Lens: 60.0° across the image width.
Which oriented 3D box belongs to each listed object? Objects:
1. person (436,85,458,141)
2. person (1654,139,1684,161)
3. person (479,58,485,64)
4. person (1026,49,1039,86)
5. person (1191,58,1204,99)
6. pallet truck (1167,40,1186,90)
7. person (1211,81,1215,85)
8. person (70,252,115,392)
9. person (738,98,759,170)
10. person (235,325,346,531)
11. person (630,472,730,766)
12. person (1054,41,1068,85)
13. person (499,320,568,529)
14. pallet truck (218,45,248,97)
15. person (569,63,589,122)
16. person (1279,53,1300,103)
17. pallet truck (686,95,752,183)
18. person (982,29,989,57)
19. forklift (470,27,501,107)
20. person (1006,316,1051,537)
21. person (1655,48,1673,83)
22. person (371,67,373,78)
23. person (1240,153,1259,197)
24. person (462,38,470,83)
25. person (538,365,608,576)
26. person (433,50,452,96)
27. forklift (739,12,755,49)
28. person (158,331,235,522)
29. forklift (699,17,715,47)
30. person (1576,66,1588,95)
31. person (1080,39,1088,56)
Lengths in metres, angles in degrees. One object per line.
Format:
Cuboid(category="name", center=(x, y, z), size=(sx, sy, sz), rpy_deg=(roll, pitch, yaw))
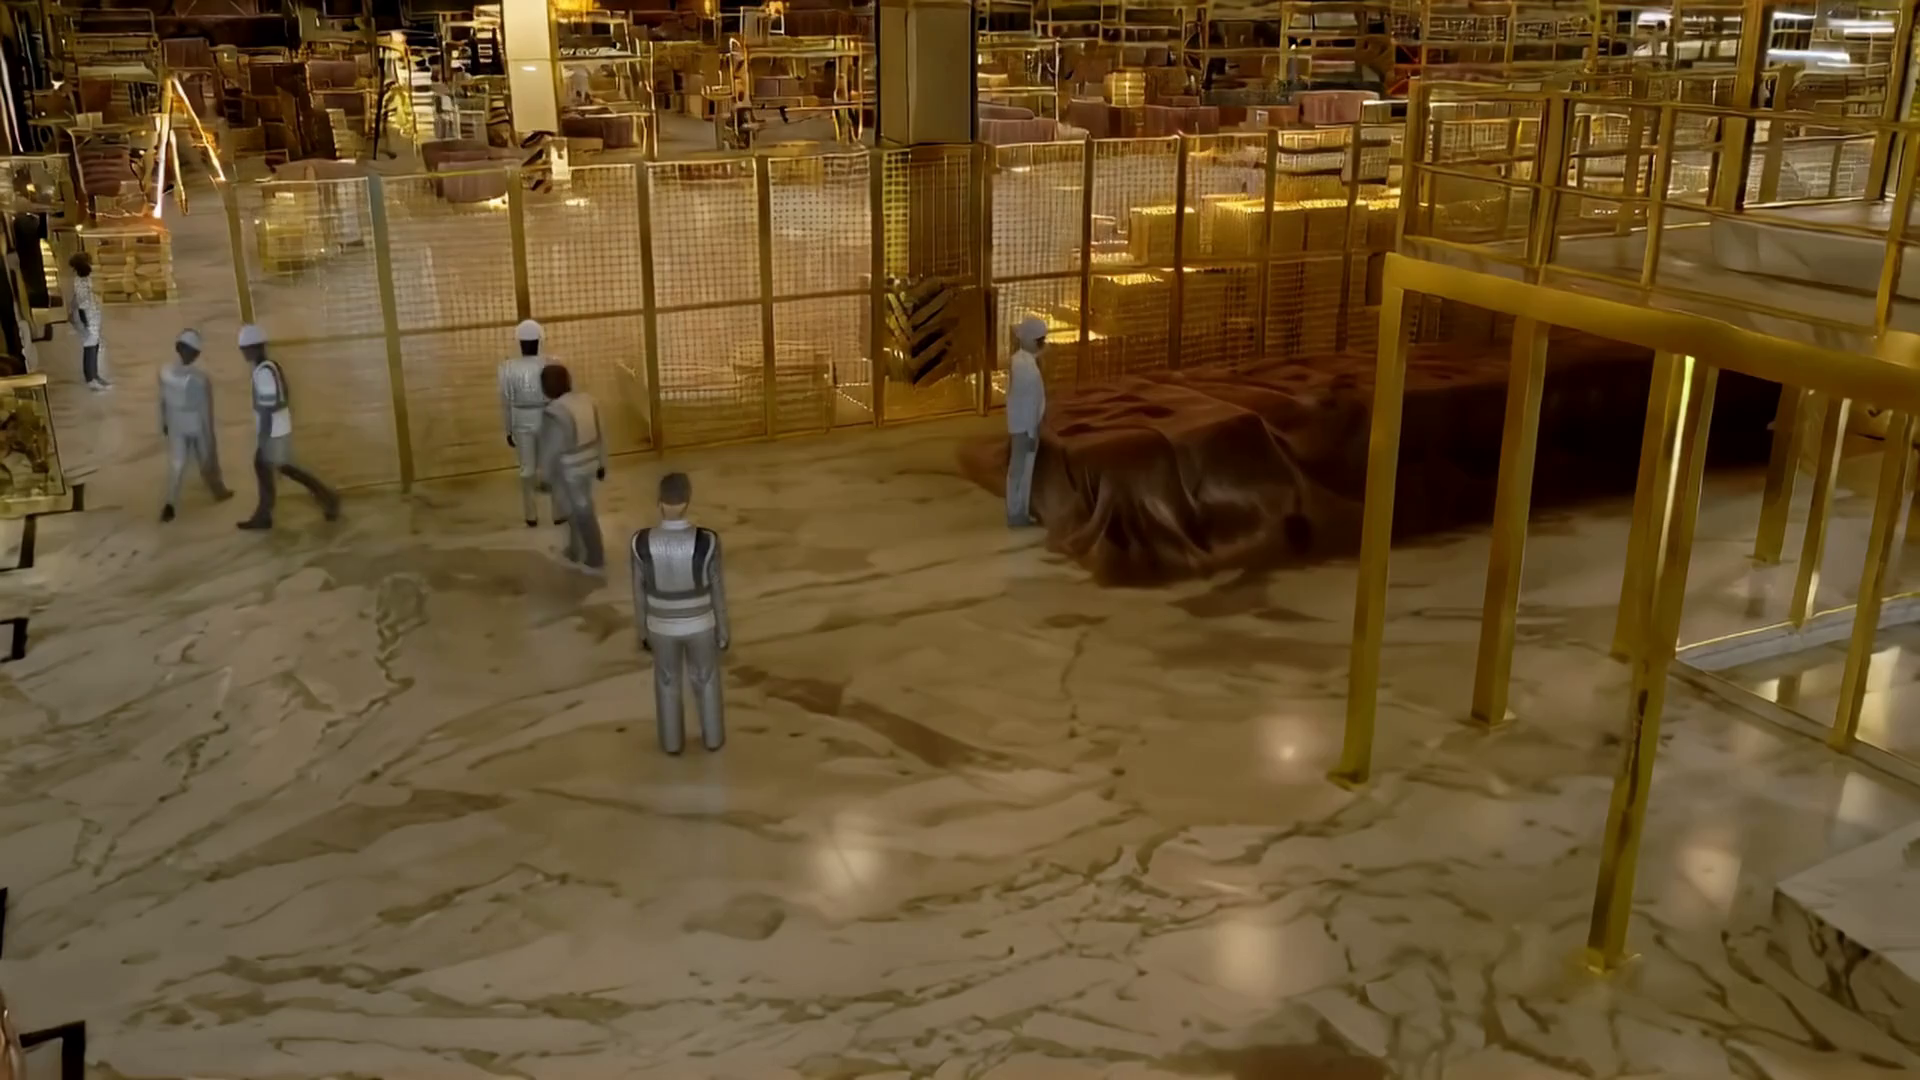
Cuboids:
Cuboid(category="person", center=(-14.274, -11.702, 46.187), size=(0.563, 1.845, 1.024), rpy_deg=(-18, 26, -42))
Cuboid(category="person", center=(13.157, -6.627, 31.160), size=(0.605, 2.035, 0.385), rpy_deg=(10, 22, 27))
Cuboid(category="person", center=(-17.562, -16.858, 61.270), size=(0.331, 1.734, 0.480), rpy_deg=(14, 24, 35))
Cuboid(category="person", center=(2.974, -18.909, 66.964), size=(0.617, 1.898, 0.506), rpy_deg=(-1, 19, -3))
Cuboid(category="person", center=(8.807, -16.997, 61.730), size=(0.540, 1.696, 0.316), rpy_deg=(-10, 21, -26))
Cuboid(category="pallet truck", center=(9.045, -19.971, 69.895), size=(0.823, 1.965, 1.885), rpy_deg=(-3, 19, -8))
Cuboid(category="person", center=(10.881, -20.845, 72.511), size=(0.663, 1.940, 0.622), rpy_deg=(-11, 22, -28))
Cuboid(category="person", center=(-10.540, -2.635, 20.108), size=(0.322, 1.689, 0.530), rpy_deg=(-5, 20, -14))
Cuboid(category="person", center=(-5.400, -10.227, 41.957), size=(0.624, 1.805, 0.920), rpy_deg=(18, 26, 41))
Cuboid(category="person", center=(-6.187, -1.029, 15.163), size=(0.895, 1.886, 0.582), rpy_deg=(-8, 21, -22))
Cuboid(category="person", center=(-1.769, 0.512, 10.591), size=(0.602, 1.949, 0.396), rpy_deg=(0, 19, 1))
Cuboid(category="person", center=(4.424, -20.621, 71.958), size=(0.666, 1.871, 1.048), rpy_deg=(-14, 24, -35))
Cuboid(category="person", center=(-3.856, -1.049, 15.151), size=(0.589, 1.927, 0.368), rpy_deg=(-2, 19, -7))
Cuboid(category="pallet truck", center=(-28.879, -18.665, 66.111), size=(0.823, 1.965, 1.885), rpy_deg=(-3, 19, -9))
Cuboid(category="person", center=(-12.664, -14.917, 55.421), size=(0.620, 1.893, 1.038), rpy_deg=(-2, 19, -5))
Cuboid(category="person", center=(12.517, -17.370, 62.549), size=(0.885, 1.874, 0.644), rpy_deg=(4, 19, 11))
Cuboid(category="pallet truck", center=(-5.836, -9.608, 39.856), size=(0.823, 1.965, 1.885), rpy_deg=(10, 22, 27))
Cuboid(category="person", center=(1.308, -24.873, 84.204), size=(0.389, 1.948, 0.767), rpy_deg=(5, 20, 14))
Cuboid(category="forklift", center=(-17.269, -17.254, 60.687), size=(1.129, 2.768, 1.873), rpy_deg=(-2, 19, -6))
Cuboid(category="person", center=(0.611, -1.029, 14.991), size=(0.395, 1.994, 0.612), rpy_deg=(-3, 19, -9))
Cuboid(category="person", center=(31.320, -21.172, 73.695), size=(0.592, 1.796, 0.994), rpy_deg=(-12, 22, -31))
Cuboid(category="person", center=(-20.785, -16.343, 59.616), size=(0.505, 1.840, 0.346), rpy_deg=(-6, 20, -16))
Cuboid(category="person", center=(5.170, -5.918, 29.427), size=(0.554, 1.819, 0.971), rpy_deg=(-17, 25, -39))
Cuboid(category="person", center=(-21.787, -21.201, 73.550), size=(0.375, 1.935, 0.550), rpy_deg=(-1, 19, -4))
Cuboid(category="person", center=(-3.287, -0.584, 13.980), size=(0.670, 1.810, 0.640), rpy_deg=(6, 20, 16))
Cuboid(category="person", center=(-19.811, -17.826, 63.790), size=(0.649, 1.920, 0.436), rpy_deg=(-14, 24, -35))
Cuboid(category="forklift", center=(-10.250, -24.364, 81.296), size=(1.873, 2.768, 1.129), rpy_deg=(-1, 19, -1))
Cuboid(category="person", center=(-7.255, -1.073, 15.568), size=(0.562, 1.700, 0.971), rpy_deg=(0, 19, 0))
Cuboid(category="forklift", center=(-10.988, -21.312, 72.449), size=(1.873, 2.768, 1.129), rpy_deg=(-9, 21, -25))
Cuboid(category="person", center=(21.575, -15.559, 57.568), size=(0.531, 1.677, 0.559), rpy_deg=(7, 20, 18))
Cuboid(category="person", center=(6.089, -23.311, 80.142), size=(0.714, 1.611, 0.540), rpy_deg=(-7, 20, -18))
